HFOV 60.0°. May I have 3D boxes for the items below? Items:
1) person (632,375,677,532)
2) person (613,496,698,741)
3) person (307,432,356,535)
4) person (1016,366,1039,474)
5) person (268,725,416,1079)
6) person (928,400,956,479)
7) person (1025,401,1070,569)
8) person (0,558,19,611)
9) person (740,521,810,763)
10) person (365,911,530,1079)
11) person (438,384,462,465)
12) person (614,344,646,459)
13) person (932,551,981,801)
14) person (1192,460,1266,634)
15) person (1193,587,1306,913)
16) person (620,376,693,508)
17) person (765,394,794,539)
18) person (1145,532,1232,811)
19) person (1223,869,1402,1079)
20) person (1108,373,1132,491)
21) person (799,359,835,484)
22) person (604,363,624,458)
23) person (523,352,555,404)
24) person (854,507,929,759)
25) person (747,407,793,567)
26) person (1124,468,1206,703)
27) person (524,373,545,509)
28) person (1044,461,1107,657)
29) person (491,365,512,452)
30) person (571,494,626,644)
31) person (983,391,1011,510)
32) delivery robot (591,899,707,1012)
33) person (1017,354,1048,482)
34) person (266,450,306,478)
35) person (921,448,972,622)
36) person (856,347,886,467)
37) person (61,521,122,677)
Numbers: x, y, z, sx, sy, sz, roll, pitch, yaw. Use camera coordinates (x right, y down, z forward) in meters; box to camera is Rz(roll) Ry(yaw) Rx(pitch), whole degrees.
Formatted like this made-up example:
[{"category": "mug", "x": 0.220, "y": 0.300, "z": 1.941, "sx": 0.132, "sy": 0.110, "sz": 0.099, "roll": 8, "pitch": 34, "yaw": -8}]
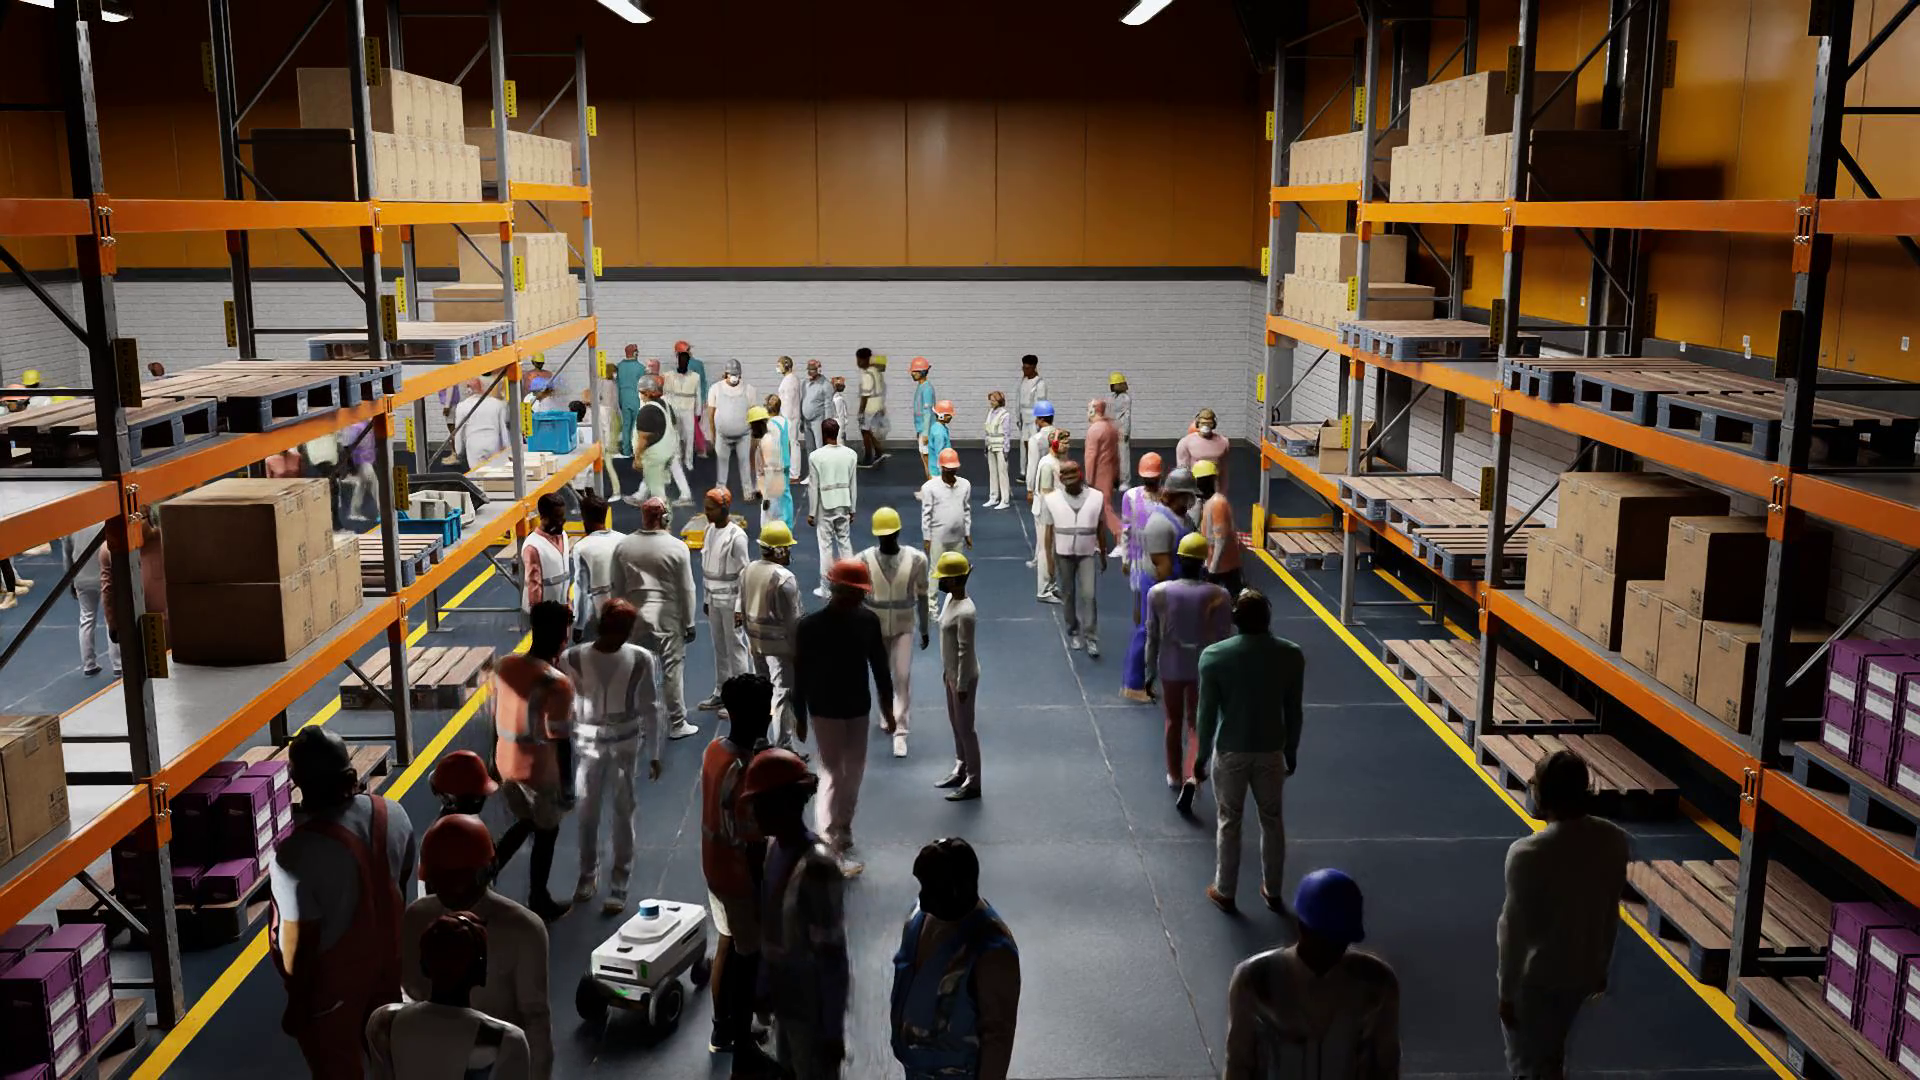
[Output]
[{"category": "person", "x": -3.909, "y": -1.104, "z": 21.169, "sx": 0.538, "sy": 2.000, "sz": 0.711, "roll": 2, "pitch": 11, "yaw": 11}, {"category": "person", "x": -2.341, "y": 0.606, "z": 12.933, "sx": 0.648, "sy": 1.907, "sz": 0.401, "roll": 3, "pitch": 12, "yaw": 16}, {"category": "person", "x": -7.963, "y": -1.007, "z": 20.844, "sx": 0.460, "sy": 1.971, "sz": 0.692, "roll": -8, "pitch": 14, "yaw": -34}, {"category": "person", "x": 1.109, "y": -1.882, "z": 25.836, "sx": 0.484, "sy": 1.736, "sz": 0.311, "roll": 2, "pitch": 11, "yaw": 9}, {"category": "person", "x": -2.593, "y": 1.742, "z": 6.896, "sx": 0.536, "sy": 2.000, "sz": 0.676, "roll": 5, "pitch": 12, "yaw": 23}, {"category": "person", "x": -0.223, "y": -0.895, "z": 20.883, "sx": 0.351, "sy": 1.738, "sz": 0.575, "roll": -1, "pitch": 11, "yaw": -3}, {"category": "person", "x": 0.994, "y": -0.624, "z": 19.022, "sx": 0.609, "sy": 1.939, "sz": 0.408, "roll": -10, "pitch": 15, "yaw": -40}, {"category": "person", "x": -9.957, "y": -0.115, "z": 17.070, "sx": 0.540, "sy": 1.697, "sz": 0.317, "roll": 6, "pitch": 13, "yaw": 29}, {"category": "person", "x": -1.364, "y": 0.763, "z": 12.331, "sx": 0.404, "sy": 1.830, "sz": 0.601, "roll": -11, "pitch": 16, "yaw": -43}, {"category": "person", "x": -1.638, "y": 2.119, "z": 5.437, "sx": 0.576, "sy": 1.877, "sz": 0.341, "roll": 3, "pitch": 12, "yaw": 13}, {"category": "person", "x": -8.254, "y": -2.228, "z": 26.793, "sx": 0.380, "sy": 2.045, "sz": 0.605, "roll": -2, "pitch": 12, "yaw": -12}, {"category": "person", "x": -5.357, "y": -2.271, "z": 27.358, "sx": 0.643, "sy": 1.909, "sz": 0.410, "roll": 5, "pitch": 12, "yaw": 24}, {"category": "person", "x": -0.031, "y": 0.941, "z": 11.634, "sx": 0.335, "sy": 1.757, "sz": 0.518, "roll": -2, "pitch": 12, "yaw": -11}, {"category": "person", "x": 2.432, "y": 0.205, "z": 15.121, "sx": 0.891, "sy": 1.854, "sz": 0.635, "roll": 0, "pitch": 11, "yaw": -2}, {"category": "person", "x": 1.694, "y": 1.227, "z": 9.741, "sx": 0.636, "sy": 1.936, "sz": 0.358, "roll": -1, "pitch": 11, "yaw": -5}, {"category": "person", "x": -4.180, "y": -1.346, "z": 22.896, "sx": 1.023, "sy": 1.821, "sz": 0.591, "roll": -3, "pitch": 12, "yaw": -15}, {"category": "person", "x": -2.272, "y": -0.879, "z": 20.531, "sx": 0.351, "sy": 1.846, "sz": 0.507, "roll": 8, "pitch": 14, "yaw": 33}, {"category": "person", "x": 1.574, "y": 0.902, "z": 11.514, "sx": 0.601, "sy": 1.897, "sz": 0.847, "roll": 2, "pitch": 11, "yaw": 9}, {"category": "person", "x": 1.208, "y": 2.021, "z": 5.795, "sx": 0.623, "sy": 1.931, "sz": 0.630, "roll": 1, "pitch": 11, "yaw": 4}, {"category": "person", "x": 2.318, "y": -1.588, "z": 24.375, "sx": 0.325, "sy": 1.731, "sz": 0.491, "roll": -6, "pitch": 13, "yaw": -29}, {"category": "person", "x": -2.150, "y": -1.738, "z": 24.723, "sx": 0.400, "sy": 1.899, "sz": 0.650, "roll": -11, "pitch": 16, "yaw": -43}, {"category": "person", "x": -5.746, "y": -2.121, "z": 27.353, "sx": 0.422, "sy": 1.602, "sz": 0.540, "roll": 0, "pitch": 11, "yaw": 0}, {"category": "person", "x": -6.984, "y": -2.258, "z": 27.664, "sx": 0.524, "sy": 1.762, "sz": 0.339, "roll": -8, "pitch": 14, "yaw": -35}, {"category": "person", "x": -0.538, "y": 0.647, "z": 12.835, "sx": 0.596, "sy": 1.874, "sz": 0.997, "roll": 0, "pitch": 11, "yaw": 1}, {"category": "person", "x": -2.183, "y": -0.562, "z": 18.852, "sx": 0.436, "sy": 1.891, "sz": 0.842, "roll": 1, "pitch": 11, "yaw": 4}, {"category": "person", "x": 1.813, "y": 0.380, "z": 13.725, "sx": 0.989, "sy": 2.000, "sz": 0.698, "roll": 7, "pitch": 13, "yaw": 32}, {"category": "person", "x": -5.826, "y": -1.363, "z": 22.897, "sx": 0.354, "sy": 1.876, "sz": 0.572, "roll": -6, "pitch": 13, "yaw": -29}, {"category": "person", "x": 1.082, "y": 0.189, "z": 15.280, "sx": 0.592, "sy": 1.800, "sz": 0.880, "roll": 0, "pitch": 11, "yaw": -2}, {"category": "person", "x": -7.655, "y": -2.330, "z": 27.449, "sx": 0.398, "sy": 1.985, "sz": 0.622, "roll": 4, "pitch": 12, "yaw": 19}, {"category": "person", "x": -2.787, "y": 0.592, "z": 13.010, "sx": 0.411, "sy": 1.906, "sz": 0.602, "roll": 6, "pitch": 13, "yaw": 29}, {"category": "person", "x": 0.523, "y": -1.237, "z": 22.875, "sx": 0.314, "sy": 1.633, "sz": 0.519, "roll": -7, "pitch": 13, "yaw": -32}, {"category": "delivery robot", "x": -1.599, "y": 2.101, "z": 8.600, "sx": 0.477, "sy": 0.478, "sz": 0.707, "roll": 4, "pitch": 12, "yaw": 18}, {"category": "person", "x": 1.077, "y": -1.808, "z": 24.922, "sx": 0.364, "sy": 1.959, "sz": 0.606, "roll": -6, "pitch": 13, "yaw": -29}, {"category": "person", "x": -7.434, "y": -0.400, "z": 18.365, "sx": 0.341, "sy": 1.753, "sz": 0.537, "roll": 8, "pitch": 14, "yaw": 34}, {"category": "person", "x": -0.115, "y": -0.057, "z": 16.637, "sx": 0.567, "sy": 1.750, "sz": 0.341, "roll": -6, "pitch": 13, "yaw": -29}, {"category": "person", "x": -1.458, "y": -2.092, "z": 26.404, "sx": 0.476, "sy": 1.942, "sz": 0.673, "roll": 1, "pitch": 11, "yaw": 5}, {"category": "person", "x": -7.584, "y": 0.344, "z": 14.655, "sx": 0.569, "sy": 1.744, "sz": 0.350, "roll": 0, "pitch": 11, "yaw": -1}]
